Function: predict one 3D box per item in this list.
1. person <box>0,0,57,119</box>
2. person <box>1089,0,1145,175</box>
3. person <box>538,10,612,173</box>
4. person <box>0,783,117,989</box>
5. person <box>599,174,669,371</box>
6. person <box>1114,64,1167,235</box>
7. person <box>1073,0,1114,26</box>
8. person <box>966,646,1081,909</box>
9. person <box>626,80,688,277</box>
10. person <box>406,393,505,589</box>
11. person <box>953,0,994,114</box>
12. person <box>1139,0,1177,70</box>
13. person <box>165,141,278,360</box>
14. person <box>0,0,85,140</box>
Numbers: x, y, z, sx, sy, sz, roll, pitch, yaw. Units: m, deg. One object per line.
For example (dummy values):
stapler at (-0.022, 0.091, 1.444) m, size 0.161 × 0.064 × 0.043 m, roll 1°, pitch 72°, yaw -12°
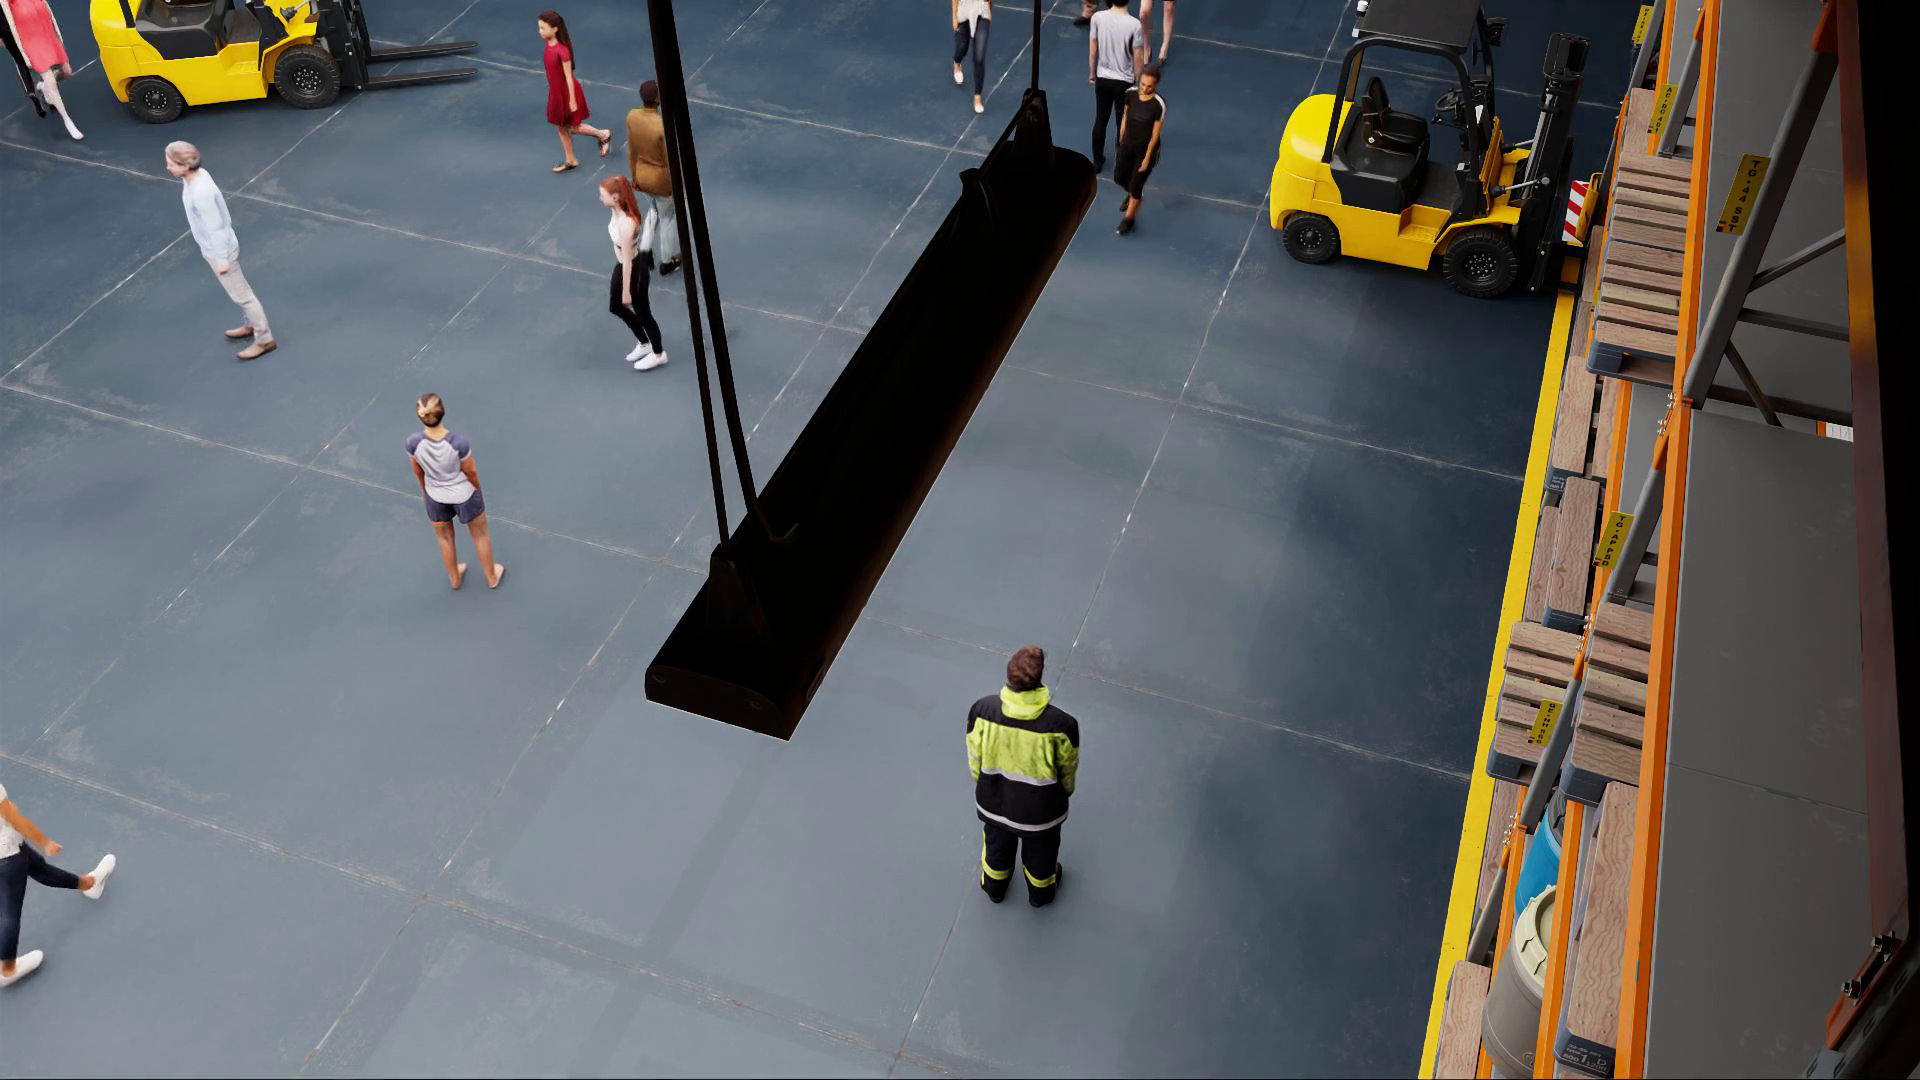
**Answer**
person at (-8.898, -4.765, 15.764) m, size 0.903 × 1.692 × 0.967 m, roll -17°, pitch 46°, yaw -17°
person at (1.393, -4.147, 14.991) m, size 0.691 × 1.864 × 0.589 m, roll 19°, pitch 47°, yaw 19°
person at (-3.547, -4.107, 15.186) m, size 0.927 × 1.537 × 0.777 m, roll -31°, pitch 52°, yaw -28°
person at (-5.208, 1.731, 8.893) m, size 0.653 × 1.763 × 1.122 m, roll 15°, pitch 46°, yaw 15°
person at (-2.464, -2.084, 12.915) m, size 0.820 × 1.739 × 0.747 m, roll -14°, pitch 45°, yaw -15°
person at (1.608, -3.407, 14.376) m, size 0.815 × 1.640 × 0.762 m, roll -32°, pitch 52°, yaw -29°
person at (1.481, -6.105, 17.070) m, size 0.764 × 1.830 × 0.741 m, roll 32°, pitch 52°, yaw 29°
person at (0.341, 1.330, 9.159) m, size 0.796 × 1.978 × 0.678 m, roll 9°, pitch 44°, yaw 9°
person at (-2.555, -2.924, 13.750) m, size 0.710 × 1.803 × 0.780 m, roll 19°, pitch 47°, yaw 19°
person at (-3.403, -0.303, 11.132) m, size 0.631 × 1.620 × 0.640 m, roll -4°, pitch 44°, yaw -5°
person at (0.087, -5.071, 16.037) m, size 0.903 × 1.757 × 1.127 m, roll -6°, pitch 44°, yaw -6°
person at (2.035, -5.595, 16.572) m, size 0.629 × 1.778 × 0.661 m, roll 13°, pitch 45°, yaw 13°
person at (-5.792, -2.287, 13.019) m, size 0.784 × 1.890 × 0.748 m, roll -22°, pitch 48°, yaw -21°
person at (-8.655, -4.639, 15.547) m, size 0.775 × 1.809 × 0.882 m, roll 24°, pitch 49°, yaw 23°
